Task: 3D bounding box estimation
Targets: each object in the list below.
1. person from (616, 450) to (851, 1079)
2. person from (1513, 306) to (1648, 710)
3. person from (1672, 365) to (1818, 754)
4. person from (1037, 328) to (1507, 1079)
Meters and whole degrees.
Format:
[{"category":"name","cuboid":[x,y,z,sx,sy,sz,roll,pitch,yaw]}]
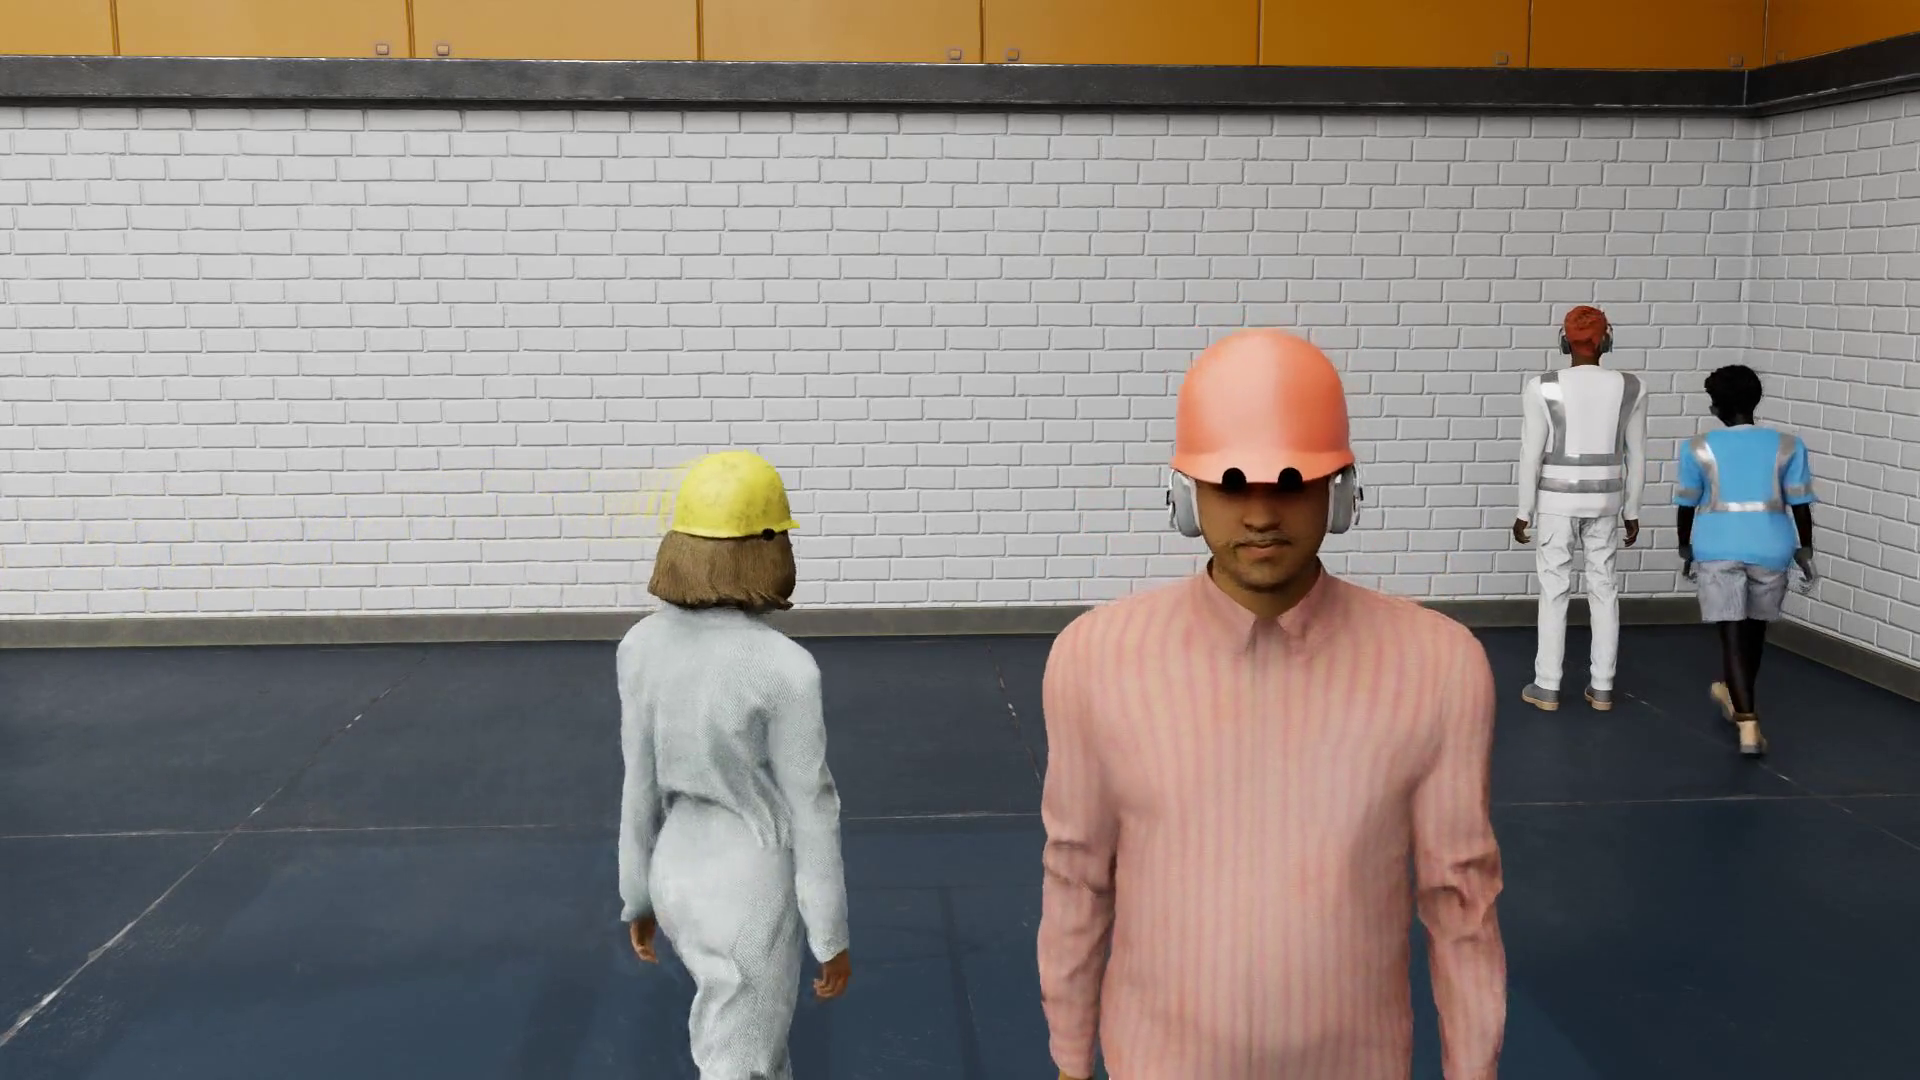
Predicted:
[{"category":"person","cuboid":[-0.465,0.685,3.096,0.494,1.707,0.836,7,12,39]},{"category":"person","cuboid":[2.875,-0.140,7.732,0.583,1.881,0.338,0,9,2]},{"category":"person","cuboid":[3.380,0.068,7.181,0.578,1.629,0.894,2,9,14]},{"category":"person","cuboid":[0.417,0.685,2.314,0.623,1.963,0.920,1,9,6]}]
